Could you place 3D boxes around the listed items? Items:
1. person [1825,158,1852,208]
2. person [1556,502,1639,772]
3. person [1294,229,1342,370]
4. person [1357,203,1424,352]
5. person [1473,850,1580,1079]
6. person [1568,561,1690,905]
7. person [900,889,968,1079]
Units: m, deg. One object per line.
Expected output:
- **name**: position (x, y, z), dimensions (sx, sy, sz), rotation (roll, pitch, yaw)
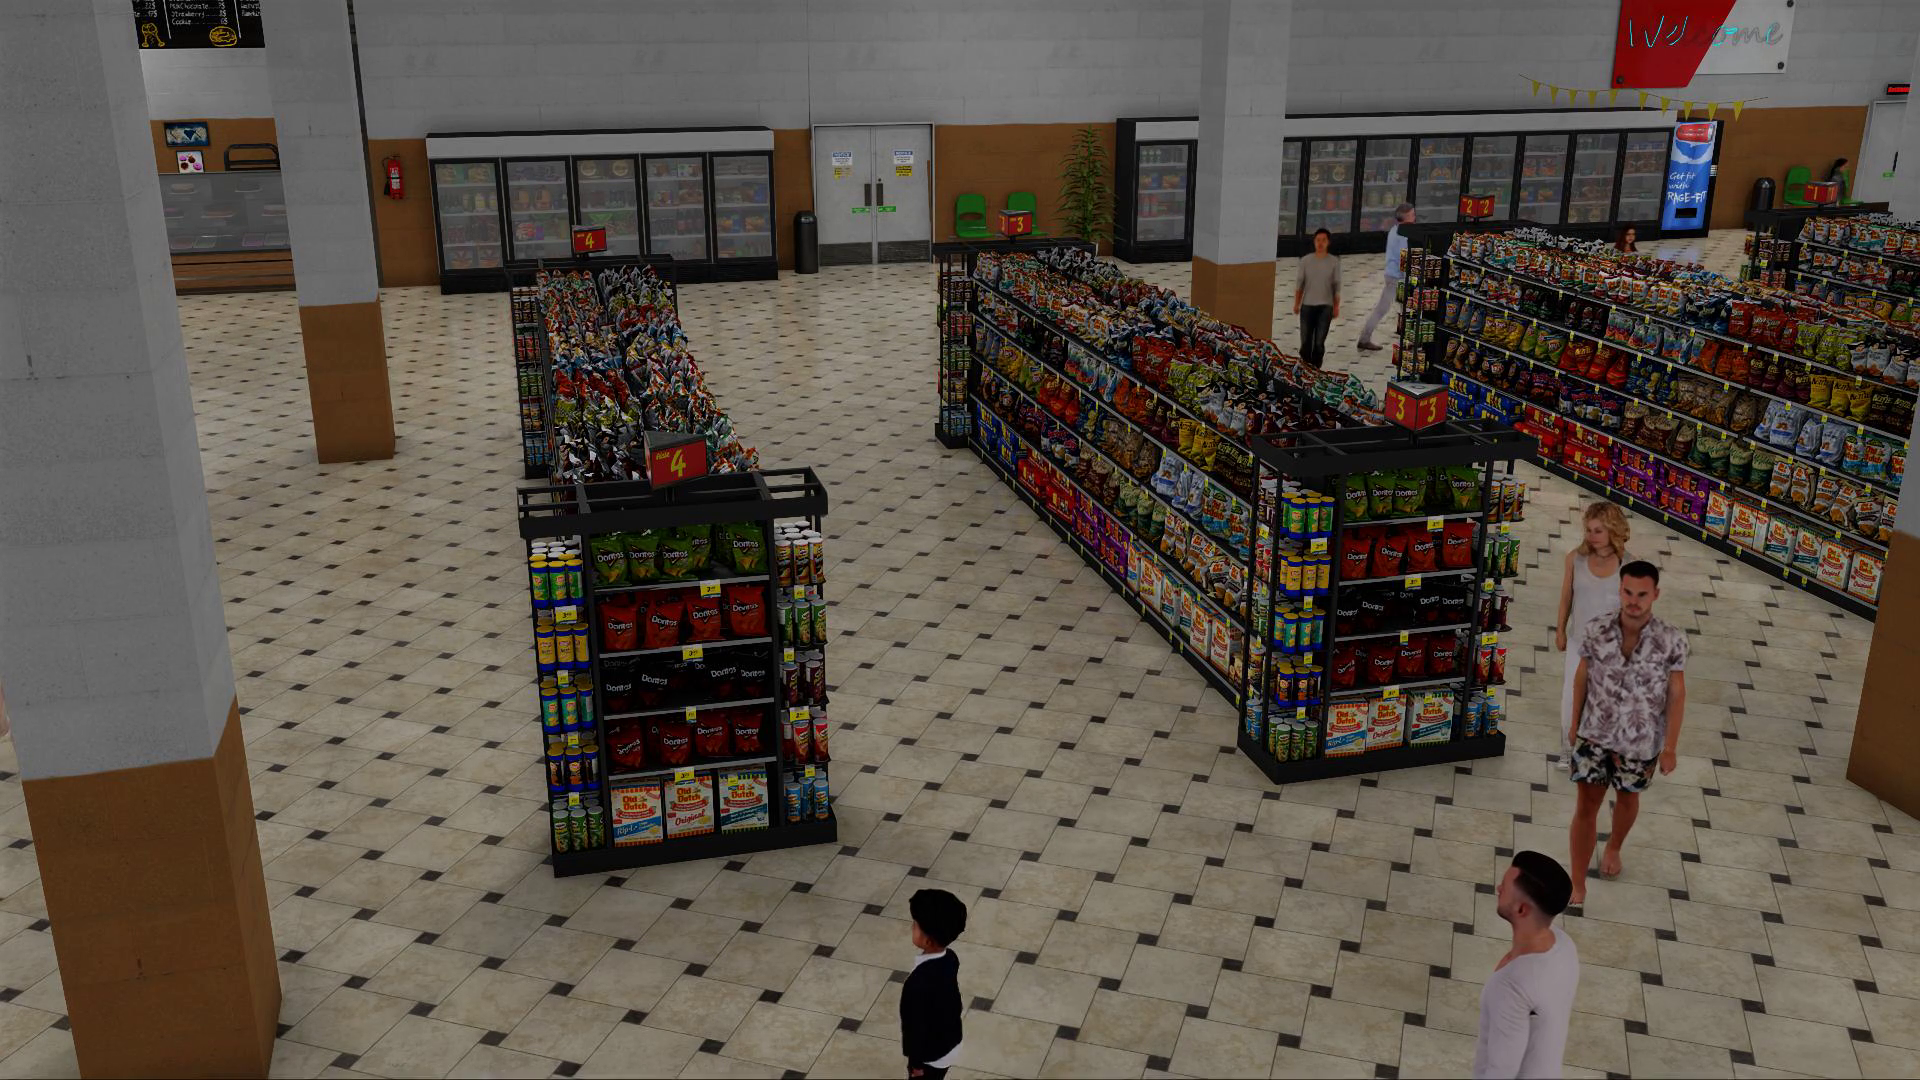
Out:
- **person**: position (14.787, -5.647, 28.248), dimensions (0.929, 1.642, 0.855), rotation (5, 19, 15)
- **person**: position (3.795, 0.547, 9.863), dimensions (0.765, 1.652, 0.815), rotation (7, 20, 21)
- **person**: position (4.157, -2.721, 19.326), dimensions (0.899, 1.799, 0.993), rotation (5, 19, 14)
- **person**: position (5.354, -3.233, 20.777), dimensions (1.073, 1.842, 1.264), rotation (3, 19, 8)
- **person**: position (1.867, 1.879, 5.622), dimensions (0.764, 1.839, 0.743), rotation (14, 23, 36)
- **person**: position (3.390, 0.948, 8.487), dimensions (1.121, 1.772, 1.207), rotation (9, 21, 25)
- **person**: position (-0.063, 1.926, 6.460), dimensions (0.791, 1.214, 0.744), rotation (9, 21, 25)
